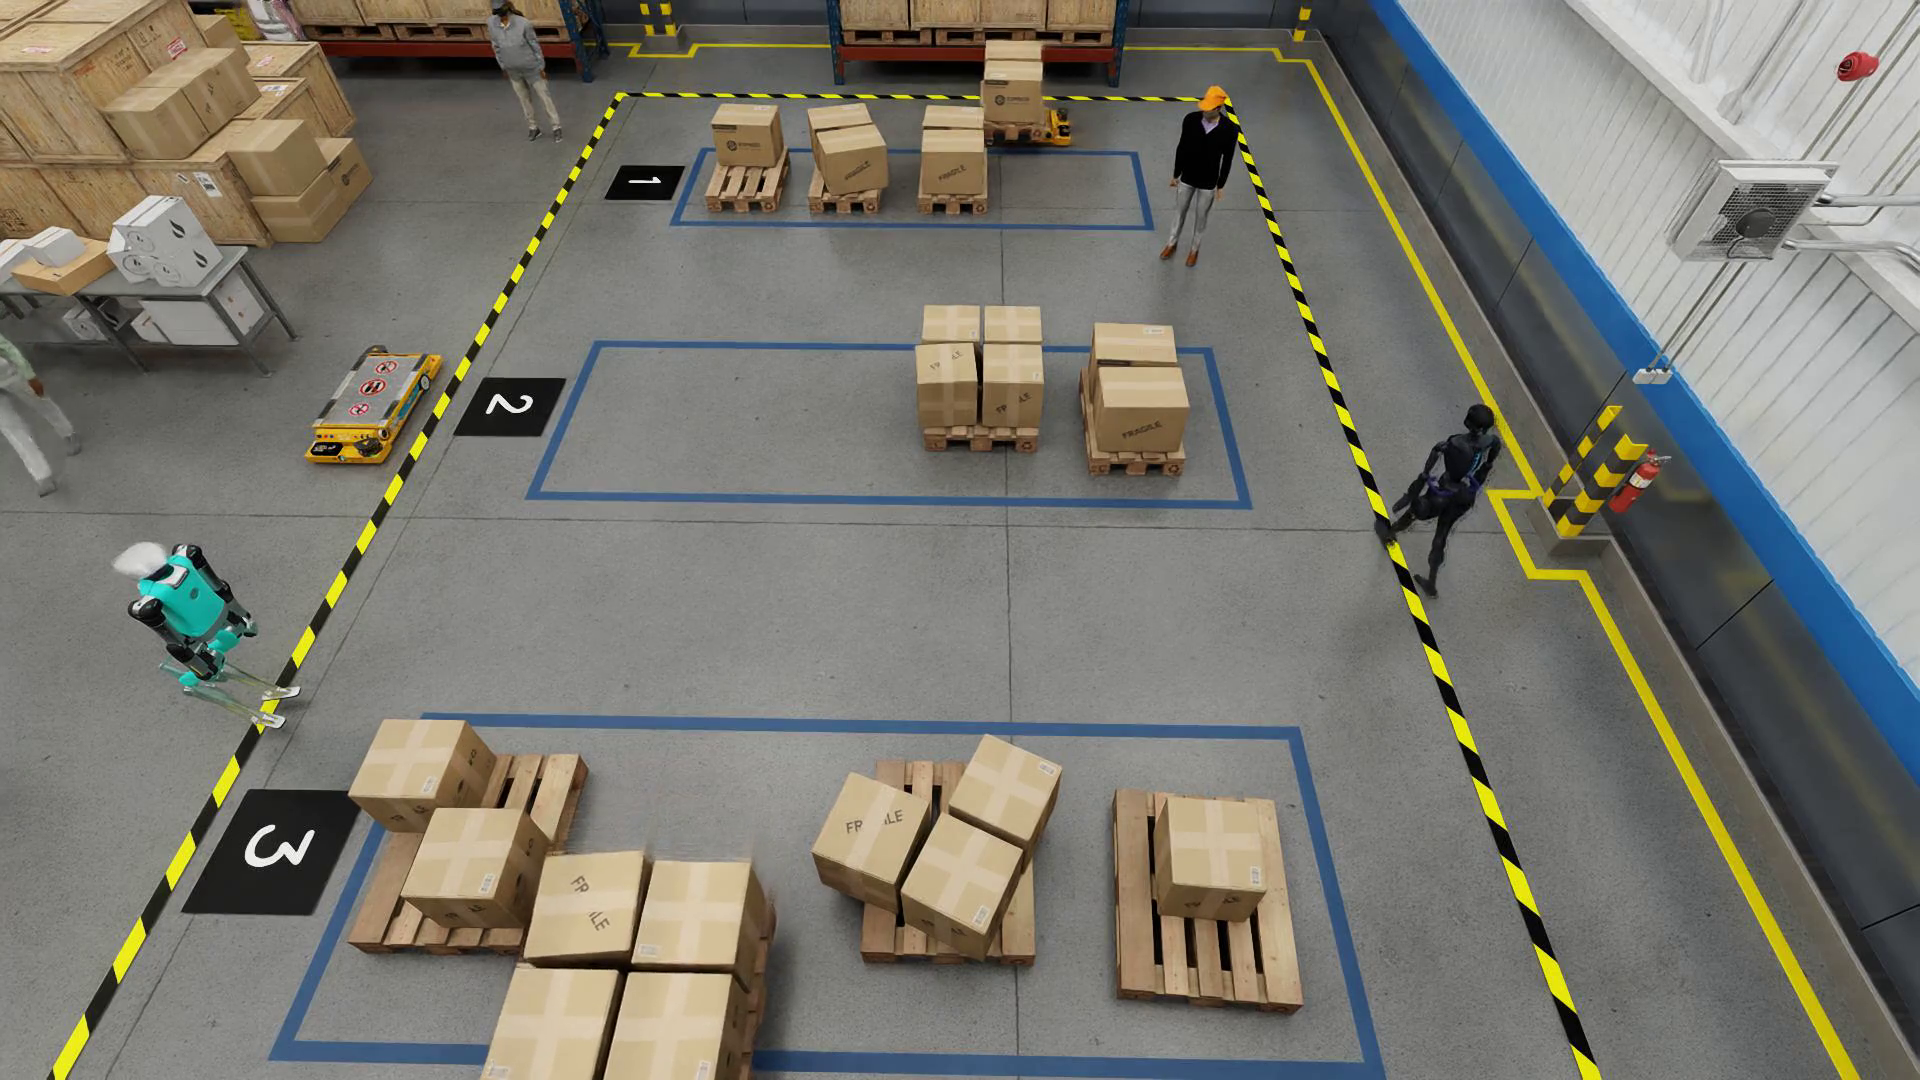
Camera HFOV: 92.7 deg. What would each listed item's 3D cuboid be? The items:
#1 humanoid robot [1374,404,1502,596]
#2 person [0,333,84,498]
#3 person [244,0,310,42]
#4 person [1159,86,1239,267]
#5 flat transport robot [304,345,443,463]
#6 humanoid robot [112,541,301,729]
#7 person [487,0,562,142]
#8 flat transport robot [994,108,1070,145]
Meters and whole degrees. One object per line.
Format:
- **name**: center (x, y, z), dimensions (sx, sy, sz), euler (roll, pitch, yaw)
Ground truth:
- **humanoid robot**: center (3.573, -0.338, 6.763), dimensions (0.614, 1.620, 0.795), euler (-7, 50, -6)
- **person**: center (-7.759, -1.225, 7.326), dimensions (0.619, 1.894, 1.017), euler (-26, 55, -20)
- **person**: center (-8.834, -6.581, 11.944), dimensions (0.688, 1.791, 0.408), euler (13, 51, 11)
- **person**: center (2.469, -3.730, 9.469), dimensions (0.585, 1.879, 0.394), euler (23, 54, 19)
- **flat transport robot**: center (-5.383, -1.269, 8.441), dimensions (0.659, 0.231, 1.431), euler (1, 50, 1)
- **humanoid robot**: center (-4.869, 0.620, 5.792), dimensions (0.735, 1.677, 0.533), euler (1, 50, 1)
- **person**: center (-5.389, -5.834, 11.320), dimensions (0.573, 1.767, 0.397), euler (1, 50, 1)
- **flat transport robot**: center (0.704, -5.389, 11.909), dimensions (1.431, 0.197, 0.652), euler (1, 50, 1)
